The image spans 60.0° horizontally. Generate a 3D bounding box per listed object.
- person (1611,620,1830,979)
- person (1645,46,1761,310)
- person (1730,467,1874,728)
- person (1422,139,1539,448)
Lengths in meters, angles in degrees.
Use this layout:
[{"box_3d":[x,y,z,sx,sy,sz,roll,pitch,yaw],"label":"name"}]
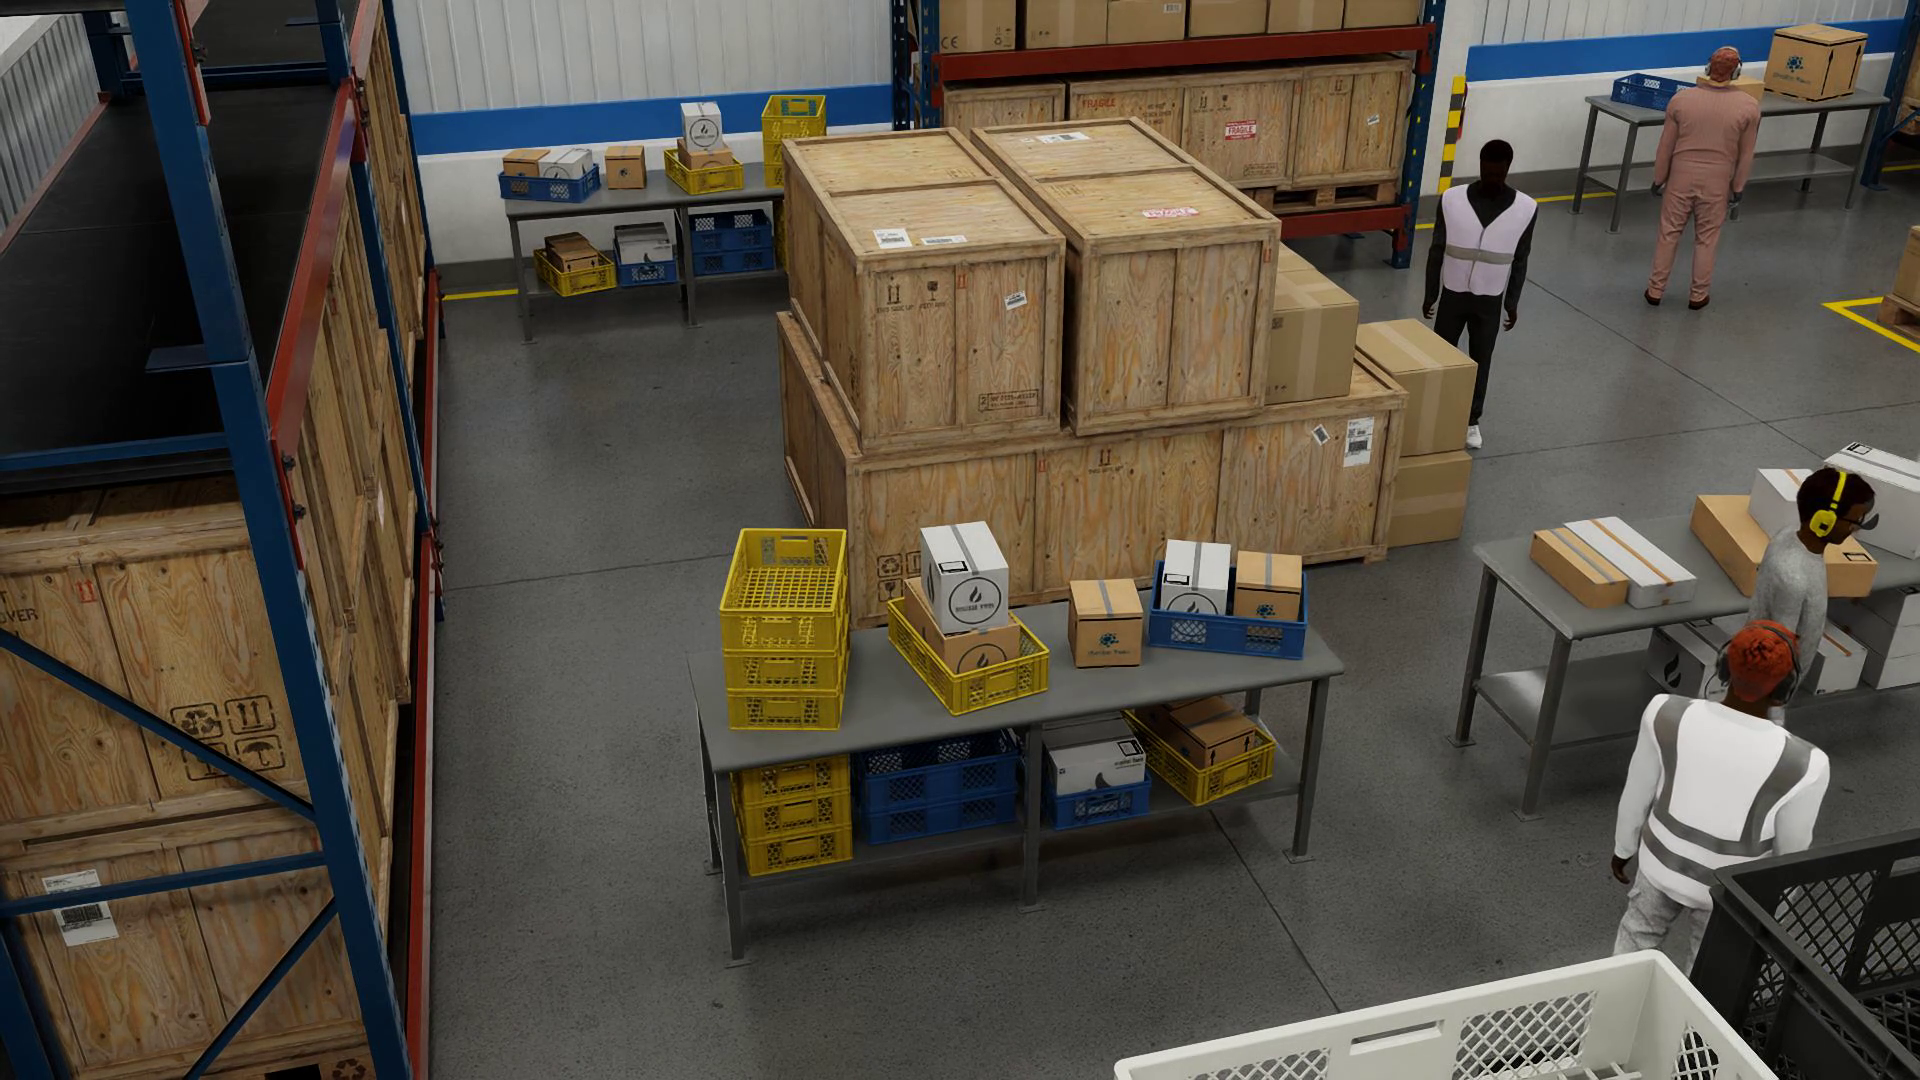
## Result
[{"box_3d":[2.415,1.098,5.447,0.578,1.875,0.343,22,36,35],"label":"person"},{"box_3d":[5.430,-2.649,12.214,0.646,1.907,0.401,12,31,21],"label":"person"},{"box_3d":[3.141,0.568,6.419,0.328,1.865,0.517,11,31,19],"label":"person"},{"box_3d":[3.118,-1.495,10.110,0.592,1.917,0.392,8,30,14],"label":"person"}]
